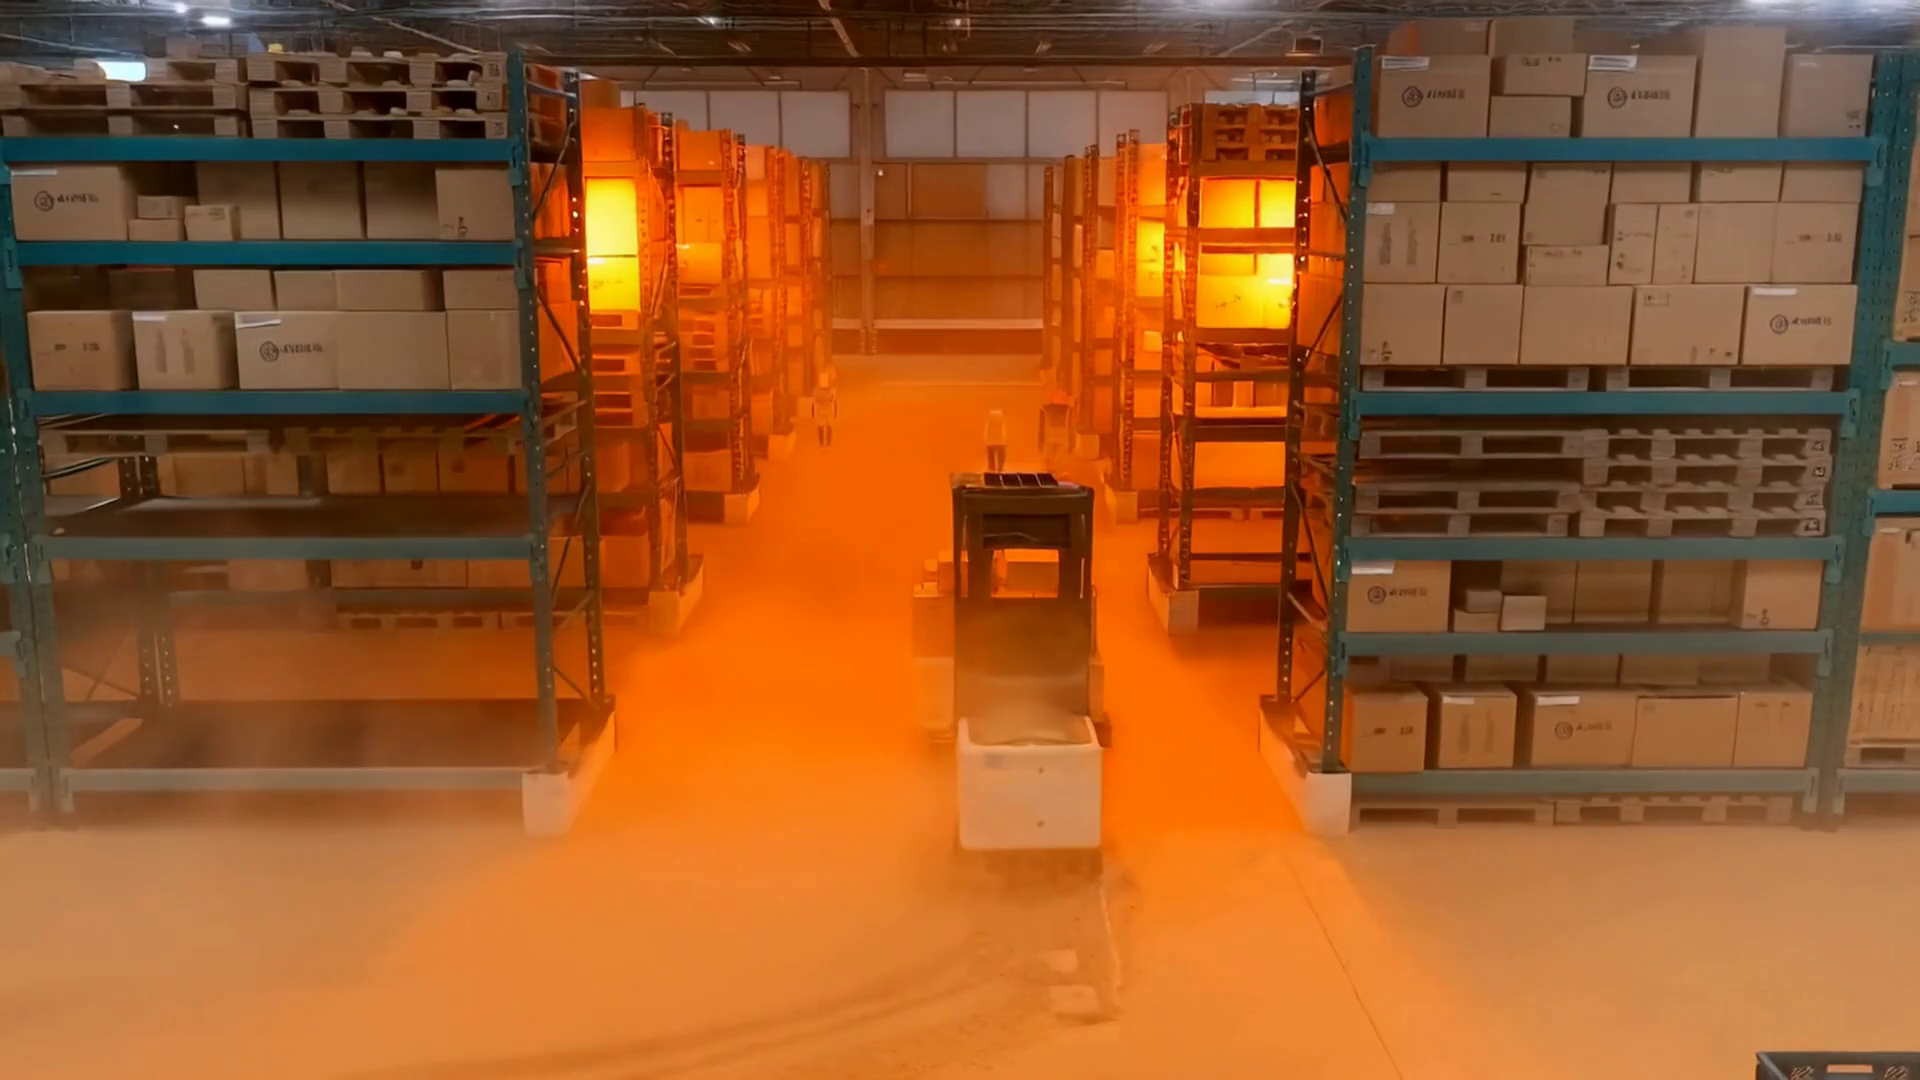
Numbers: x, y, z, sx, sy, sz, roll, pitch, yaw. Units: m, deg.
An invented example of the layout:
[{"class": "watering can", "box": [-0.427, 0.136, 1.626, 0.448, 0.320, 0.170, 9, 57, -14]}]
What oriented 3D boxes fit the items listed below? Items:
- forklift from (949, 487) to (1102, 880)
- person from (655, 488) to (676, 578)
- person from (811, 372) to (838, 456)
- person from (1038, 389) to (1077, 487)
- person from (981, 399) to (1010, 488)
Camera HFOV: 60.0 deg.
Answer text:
[{"class": "forklift", "box": [0.495, 0.986, 12.813, 1.129, 2.768, 1.873, 0, 11, -2]}, {"class": "person", "box": [-4.257, -0.391, 22.125, 0.996, 1.877, 0.551, -1, 11, -3]}, {"class": "person", "box": [-2.710, -2.550, 33.359, 0.537, 1.673, 0.758, 0, 11, -2]}, {"class": "person", "box": [1.690, -1.713, 28.815, 0.663, 1.822, 0.584, 1, 11, 3]}, {"class": "person", "box": [0.621, -1.654, 29.012, 0.524, 1.617, 0.343, 2, 12, 11]}]
